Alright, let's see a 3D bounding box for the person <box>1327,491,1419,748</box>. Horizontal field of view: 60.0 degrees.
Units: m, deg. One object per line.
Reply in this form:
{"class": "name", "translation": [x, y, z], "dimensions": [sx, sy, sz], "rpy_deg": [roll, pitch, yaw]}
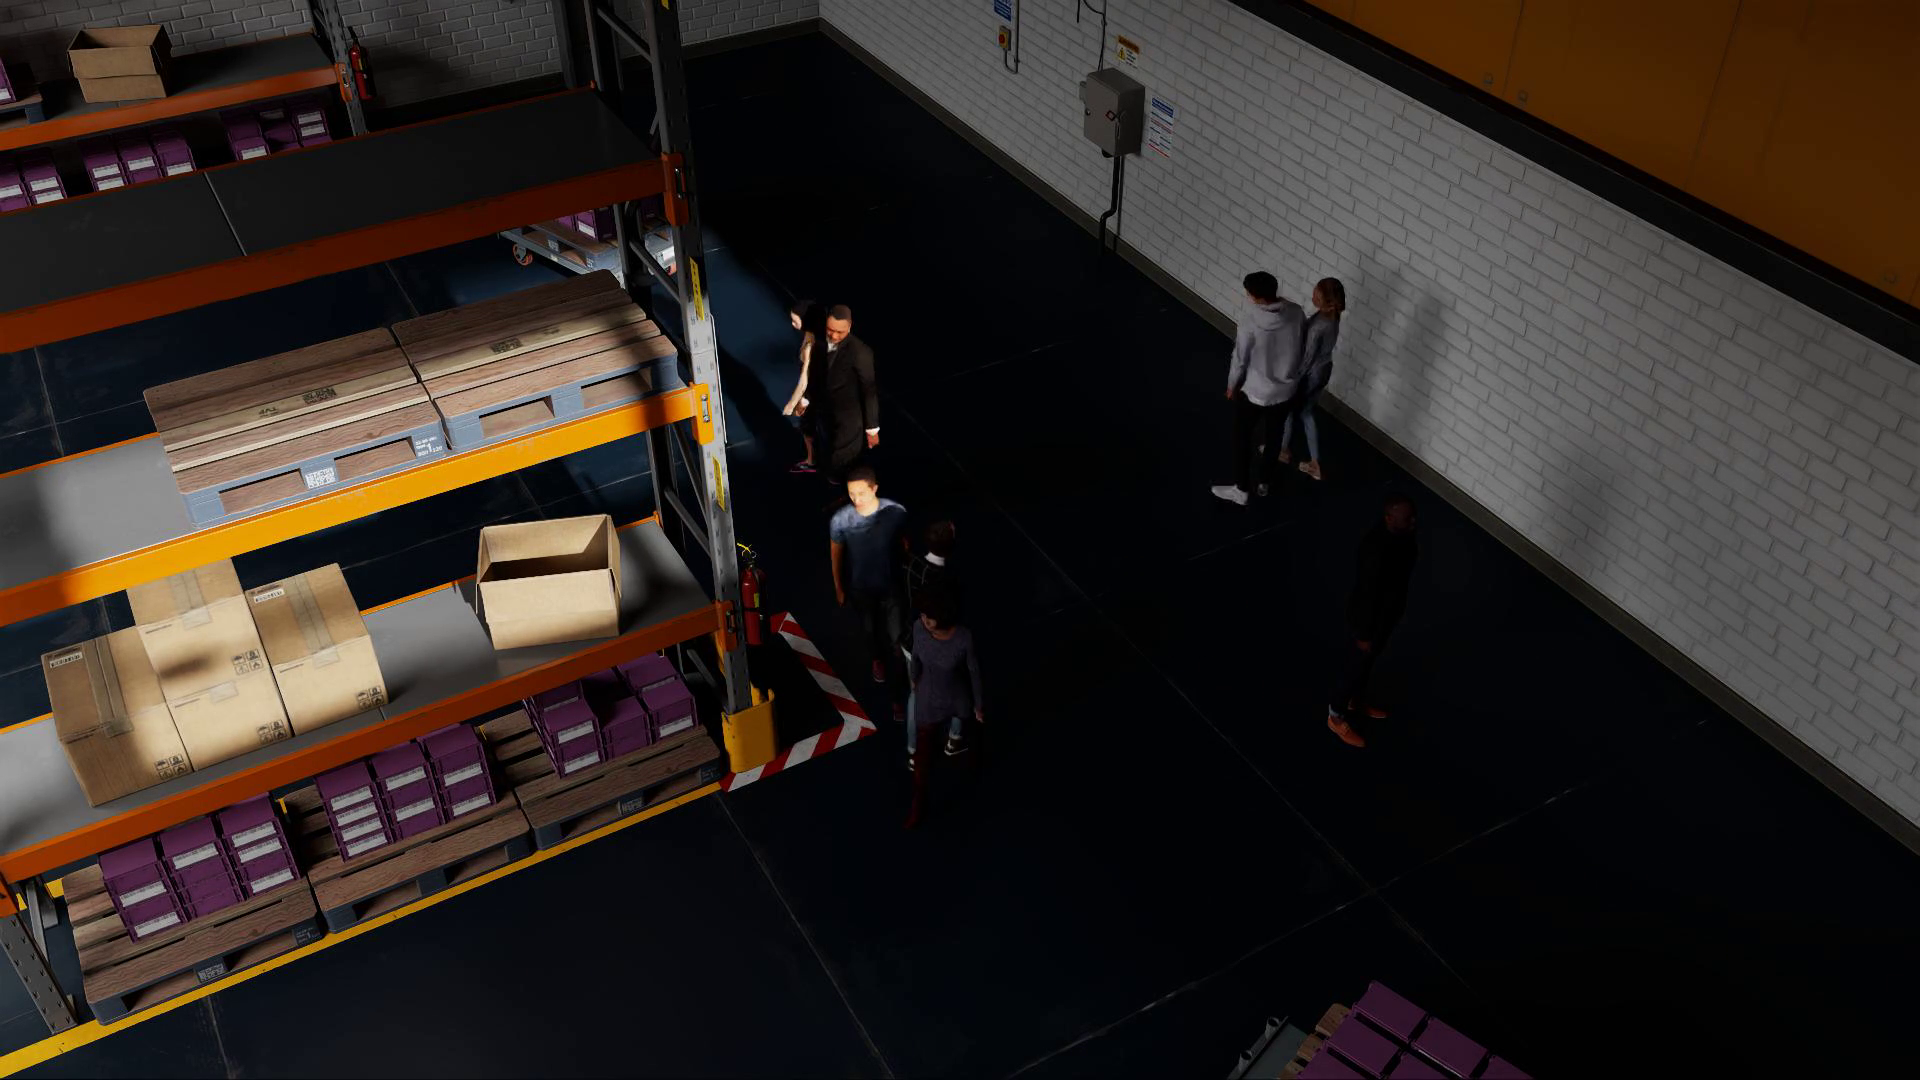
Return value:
{"class": "person", "translation": [2.529, 0.444, 10.170], "dimensions": [0.834, 1.818, 0.684], "rpy_deg": [26, 46, 29]}

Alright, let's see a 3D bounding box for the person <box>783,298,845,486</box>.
{"class": "person", "translation": [-0.913, -1.023, 12.108], "dimensions": [0.943, 1.693, 0.846], "rpy_deg": [3, 39, 4]}

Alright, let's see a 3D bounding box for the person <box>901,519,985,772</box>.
{"class": "person", "translation": [-0.232, 0.686, 9.881], "dimensions": [0.778, 1.800, 0.848], "rpy_deg": [28, 46, 30]}

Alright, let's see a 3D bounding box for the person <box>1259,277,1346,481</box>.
{"class": "person", "translation": [2.632, -1.161, 12.233], "dimensions": [0.894, 1.751, 0.899], "rpy_deg": [-30, 47, -32]}

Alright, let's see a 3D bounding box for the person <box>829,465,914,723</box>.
{"class": "person", "translation": [-0.549, 0.204, 10.501], "dimensions": [1.033, 1.782, 0.976], "rpy_deg": [-5, 39, -6]}

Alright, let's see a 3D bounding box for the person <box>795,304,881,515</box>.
{"class": "person", "translation": [-0.725, -0.922, 11.830], "dimensions": [0.687, 1.881, 0.830], "rpy_deg": [-18, 42, -22]}

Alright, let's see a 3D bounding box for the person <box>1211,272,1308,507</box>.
{"class": "person", "translation": [2.280, -1.116, 12.066], "dimensions": [0.707, 1.890, 0.923], "rpy_deg": [2, 39, 2]}

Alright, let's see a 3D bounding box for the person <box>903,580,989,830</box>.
{"class": "person", "translation": [-0.050, 0.857, 9.779], "dimensions": [1.074, 1.661, 1.179], "rpy_deg": [10, 40, 13]}
